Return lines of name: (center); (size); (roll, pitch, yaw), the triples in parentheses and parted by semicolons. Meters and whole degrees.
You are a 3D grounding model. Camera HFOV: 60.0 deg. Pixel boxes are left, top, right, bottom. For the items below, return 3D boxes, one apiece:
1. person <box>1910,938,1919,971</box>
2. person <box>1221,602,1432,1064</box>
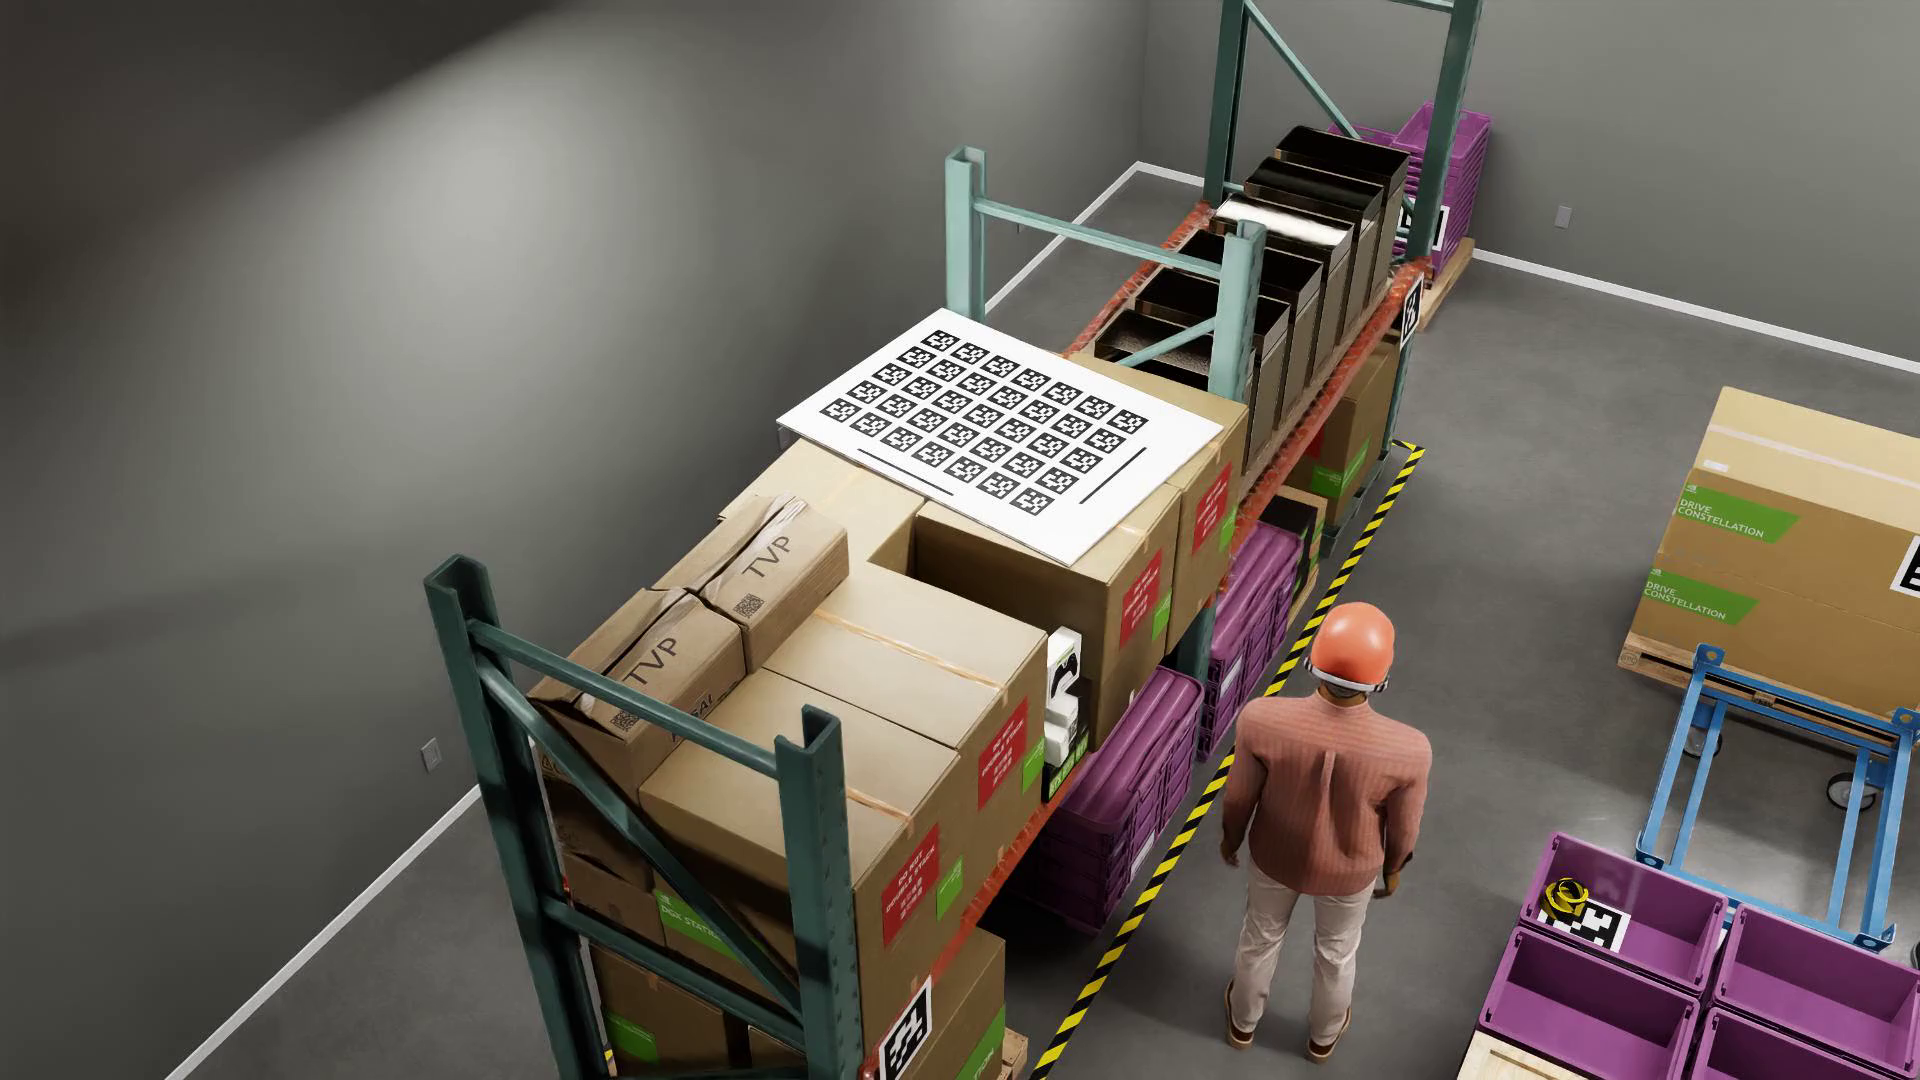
person: (3.705, 0.947, 5.550); (0.586, 1.833, 0.403); (23, 45, 25)
person: (1.146, 0.985, 5.379); (0.609, 1.996, 0.383); (11, 41, 13)
